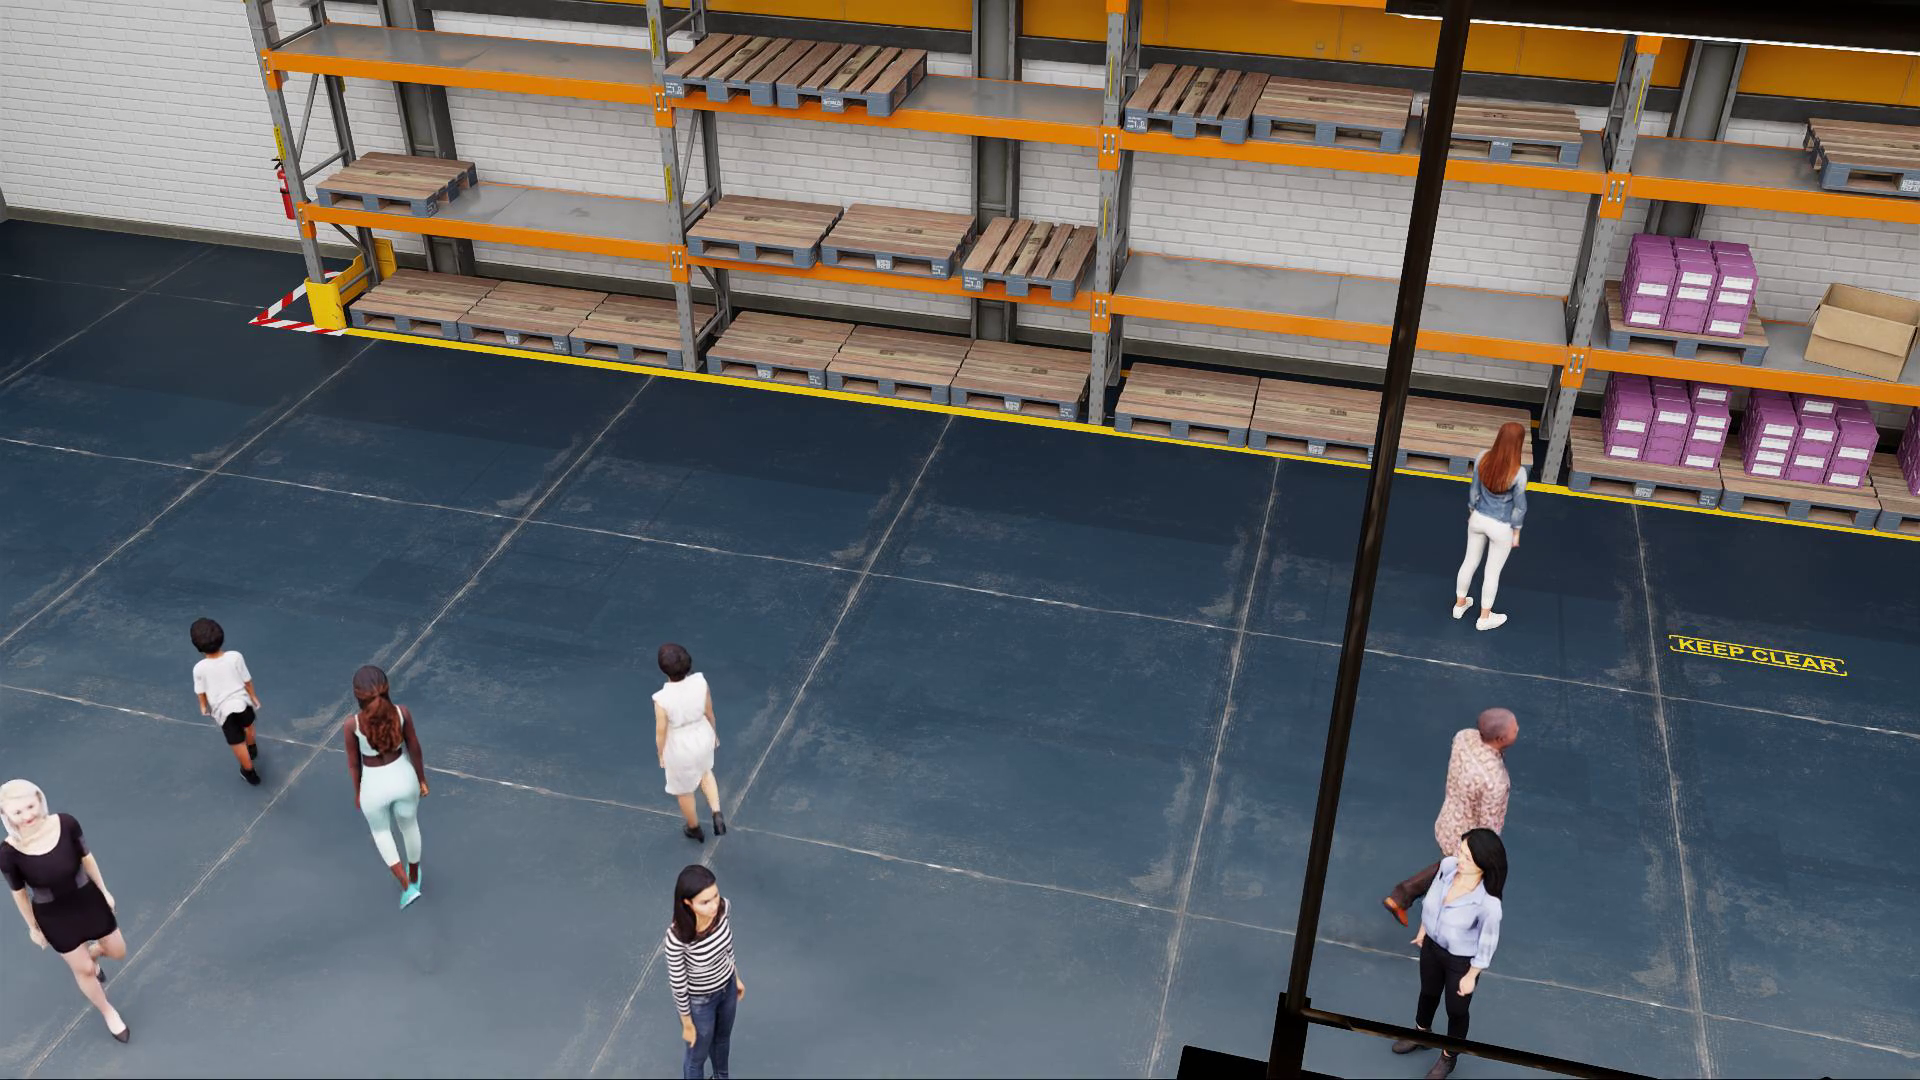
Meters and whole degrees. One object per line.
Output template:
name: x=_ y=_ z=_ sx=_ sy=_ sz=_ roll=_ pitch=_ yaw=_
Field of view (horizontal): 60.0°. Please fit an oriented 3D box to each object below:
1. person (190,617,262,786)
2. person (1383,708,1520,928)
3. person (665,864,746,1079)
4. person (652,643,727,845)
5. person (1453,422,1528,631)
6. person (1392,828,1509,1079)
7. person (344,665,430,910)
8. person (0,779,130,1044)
person: x=-4.772 y=1.086 z=10.917 sx=0.713 sy=1.241 sz=0.801 roll=-24 pitch=40 yaw=-31
person: x=2.833 y=1.688 z=9.519 sx=1.026 sy=1.788 sz=0.886 roll=-3 pitch=34 yaw=-5
person: x=-1.295 y=2.346 z=8.522 sx=0.607 sy=1.796 sz=0.647 roll=21 pitch=39 yaw=29
person: x=-1.642 y=1.315 z=10.303 sx=0.759 sy=1.541 sz=0.836 roll=-23 pitch=40 yaw=-30
person: x=3.930 y=-0.109 z=12.299 sx=0.749 sy=1.703 sz=0.647 roll=-25 pitch=41 yaw=-33
person: x=2.611 y=2.194 z=8.797 sx=0.771 sy=1.744 sz=0.727 roll=-15 pitch=36 yaw=-21
person: x=-3.363 y=1.513 z=9.847 sx=0.843 sy=1.715 sz=0.896 roll=-16 pitch=37 yaw=-23
person: x=-4.878 y=1.982 z=9.050 sx=0.895 sy=1.817 sz=0.772 roll=26 pitch=41 yaw=33
